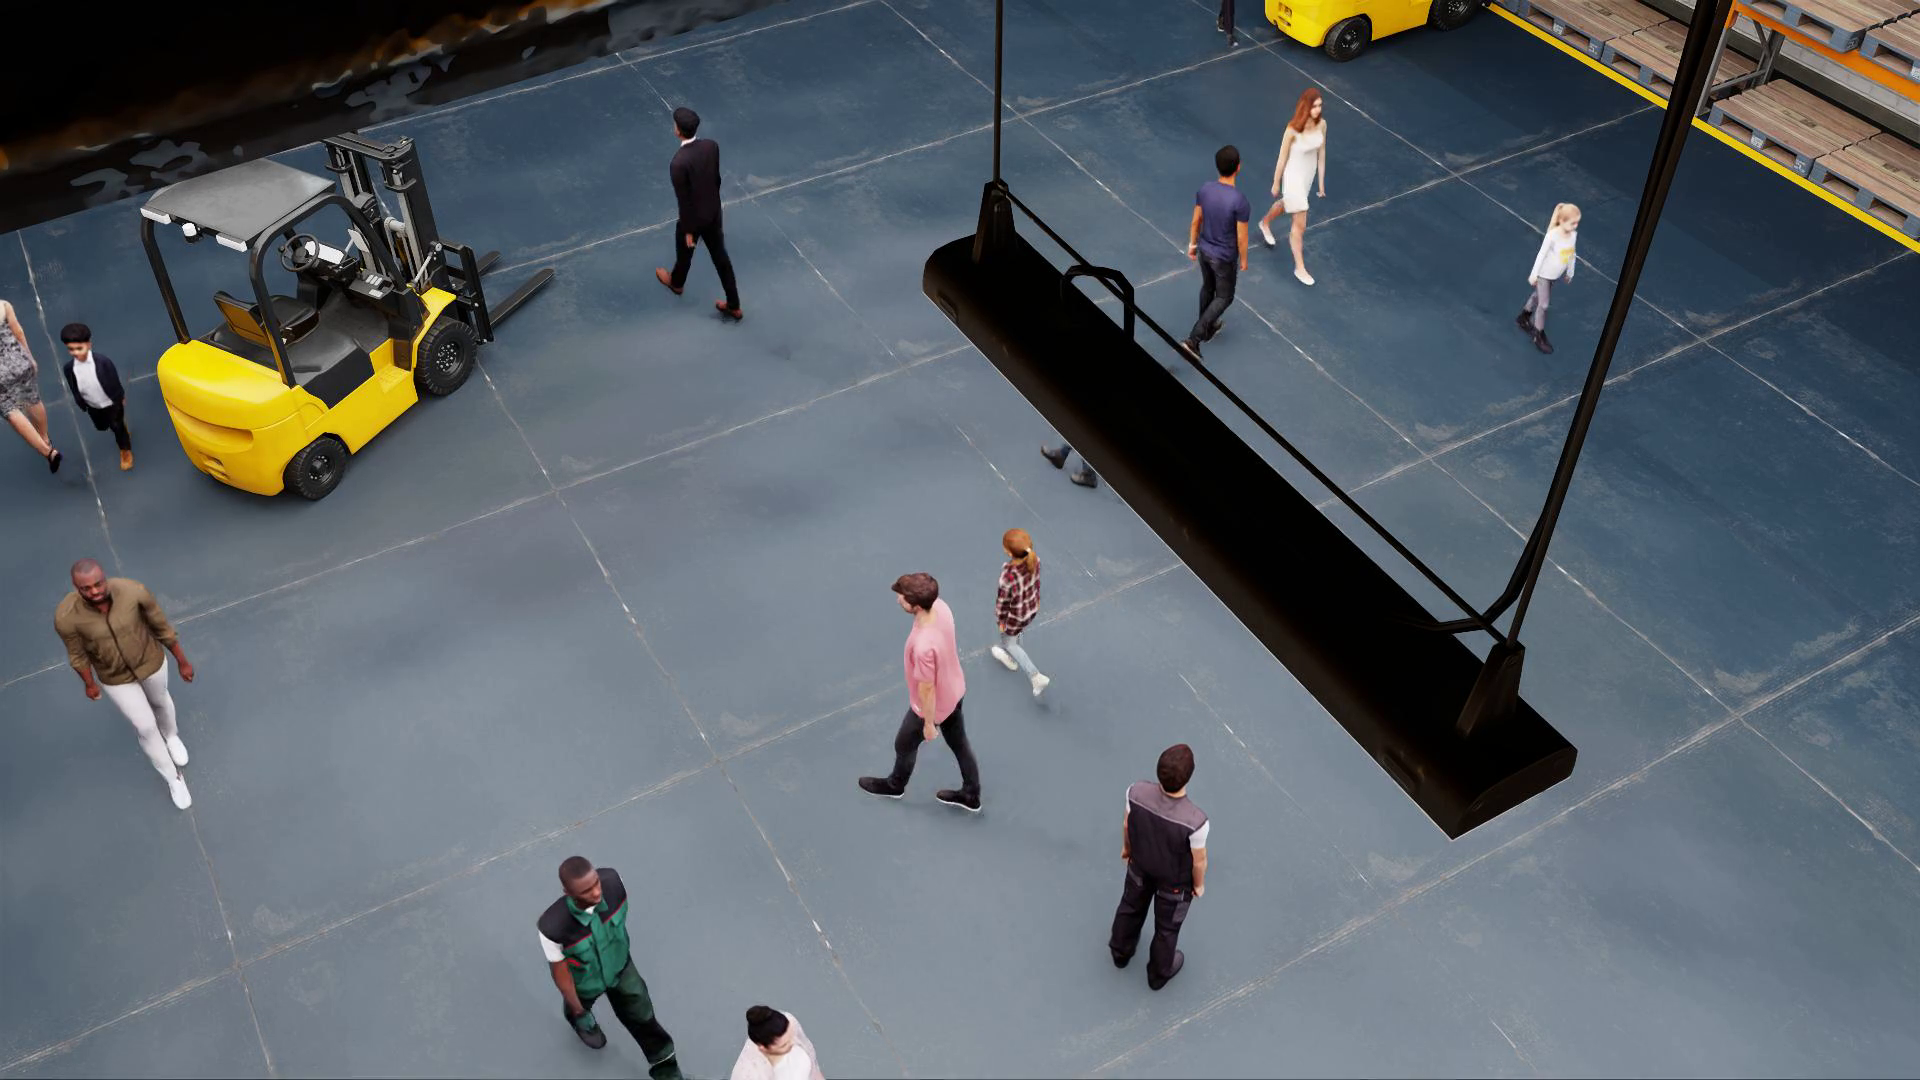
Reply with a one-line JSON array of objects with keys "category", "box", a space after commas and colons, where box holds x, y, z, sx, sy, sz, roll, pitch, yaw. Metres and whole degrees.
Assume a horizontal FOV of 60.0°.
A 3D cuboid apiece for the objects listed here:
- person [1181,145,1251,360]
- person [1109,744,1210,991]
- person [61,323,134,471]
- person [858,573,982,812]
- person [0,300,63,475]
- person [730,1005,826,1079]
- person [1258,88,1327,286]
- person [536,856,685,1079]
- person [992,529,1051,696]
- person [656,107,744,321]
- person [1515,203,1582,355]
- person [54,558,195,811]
[{"category": "person", "box": [2.005, -2.242, 13.204, 0.869, 1.772, 0.963, -33, 53, -30]}, {"category": "person", "box": [1.082, 1.758, 8.954, 0.676, 1.843, 0.800, 27, 50, 25]}, {"category": "person", "box": [-6.419, -1.114, 12.423, 0.631, 1.216, 0.780, -8, 44, -9]}, {"category": "person", "box": [-0.050, 0.951, 9.741, 1.124, 1.925, 1.069, 10, 45, 11]}, {"category": "person", "box": [-6.925, -1.201, 12.175, 0.999, 1.684, 0.734, 31, 52, 28]}, {"category": "person", "box": [-0.969, 2.719, 8.047, 1.183, 1.701, 1.104, 12, 45, 13]}, {"category": "person", "box": [2.834, -3.109, 14.189, 0.581, 1.668, 1.173, -19, 47, -18]}, {"category": "person", "box": [-1.937, 2.181, 8.556, 1.271, 1.780, 0.917, 33, 53, 30]}, {"category": "person", "box": [0.413, 0.472, 10.703, 0.651, 1.291, 0.857, -34, 53, -30]}, {"category": "person", "box": [-2.041, -2.597, 13.532, 1.259, 1.833, 1.001, 29, 51, 27]}, {"category": "person", "box": [4.746, -2.204, 13.535, 0.513, 1.260, 0.726, -20, 47, -20]}, {"category": "person", "box": [-5.035, 0.725, 10.065, 0.827, 1.805, 0.973, -28, 50, -26]}]
